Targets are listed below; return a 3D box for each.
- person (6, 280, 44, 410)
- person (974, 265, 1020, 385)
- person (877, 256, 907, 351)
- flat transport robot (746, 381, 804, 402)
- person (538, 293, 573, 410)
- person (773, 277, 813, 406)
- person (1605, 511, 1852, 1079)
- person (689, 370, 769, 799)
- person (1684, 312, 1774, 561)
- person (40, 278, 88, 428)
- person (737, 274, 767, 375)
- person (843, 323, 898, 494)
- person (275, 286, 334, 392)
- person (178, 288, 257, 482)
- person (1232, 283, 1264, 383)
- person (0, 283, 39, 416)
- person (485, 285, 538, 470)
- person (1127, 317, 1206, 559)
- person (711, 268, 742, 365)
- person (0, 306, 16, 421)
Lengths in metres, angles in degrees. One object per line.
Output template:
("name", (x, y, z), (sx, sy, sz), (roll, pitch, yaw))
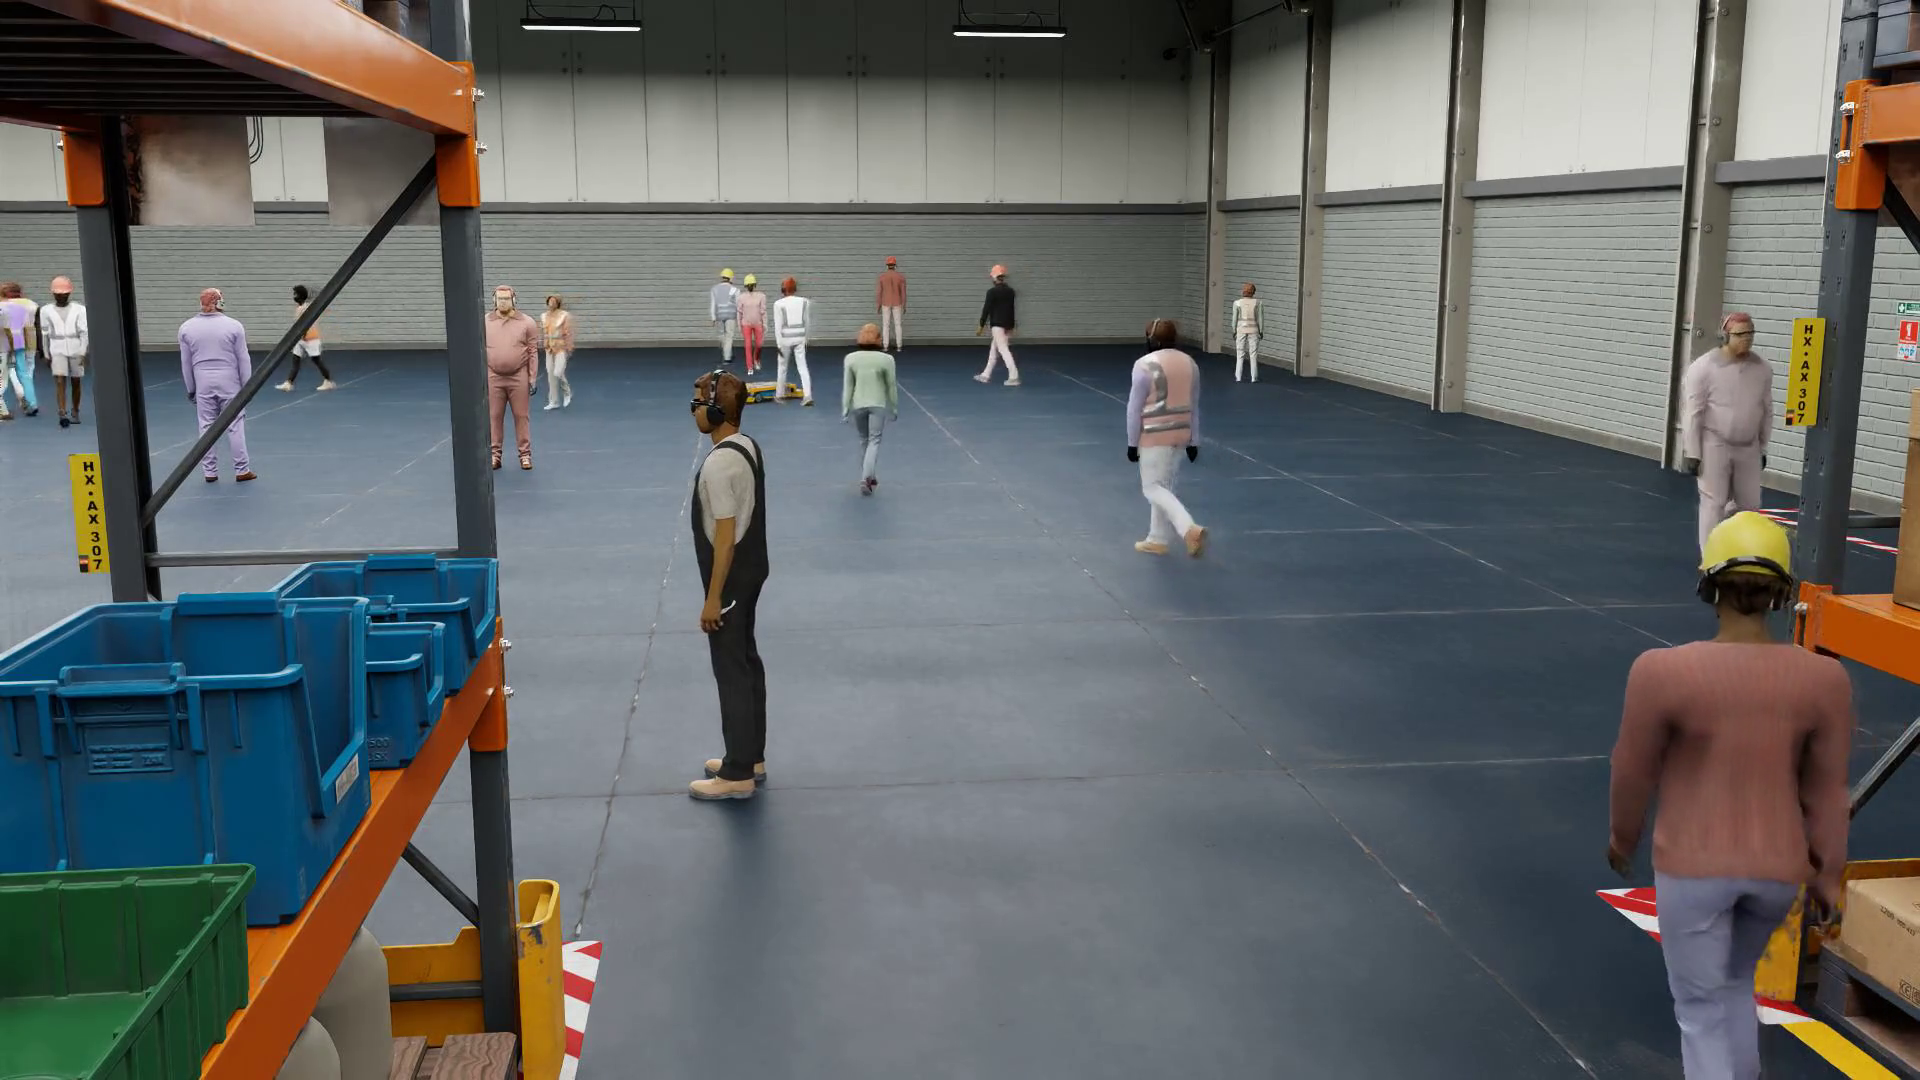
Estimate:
("person", (-13.149, -2.725, 23.254), (0.627, 1.809, 0.879), (-9, 13, -40))
("person", (0.620, -3.500, 27.146), (1.018, 1.940, 0.623), (8, 13, 37))
("person", (-1.434, -4.964, 35.015), (0.623, 1.989, 0.401), (0, 10, -1))
("flat transport robot", (-2.975, -2.191, 24.537), (0.652, 0.197, 1.431), (8, 13, 37))
("person", (-5.626, -2.610, 23.097), (0.572, 1.624, 0.363), (5, 11, 24))
("person", (-2.392, -2.841, 23.835), (0.579, 1.840, 0.988), (-5, 12, -27))
("person", (1.879, 0.794, 4.148), (0.519, 1.737, 0.606), (0, 10, 0))
("person", (-1.001, 0.191, 7.159), (0.338, 1.845, 0.514), (1, 10, 7))
("person", (5.353, -0.653, 11.663), (0.645, 1.896, 0.571), (-1, 10, -7))
("person", (-11.342, -2.374, 21.120), (0.535, 1.880, 0.979), (-6, 12, -28))
("person", (-3.646, -3.773, 29.127), (0.531, 1.759, 0.462), (-2, 11, -11))
("person", (-0.864, -1.246, 15.726), (0.512, 1.602, 0.805), (3, 11, 14))
("person", (-10.229, -3.128, 25.892), (0.861, 1.647, 0.544), (-7, 12, -32))
("person", (-7.283, -1.513, 16.358), (0.637, 1.902, 0.406), (-1, 10, -7))
("person", (4.761, -3.420, 27.519), (0.523, 1.639, 0.306), (3, 11, 14))
("person", (-12.775, -2.553, 22.381), (0.992, 1.791, 0.582), (7, 13, 35))
("person", (-4.688, -1.674, 17.206), (0.642, 1.913, 0.409), (-2, 10, -10))
("person", (1.568, -0.739, 12.364), (0.619, 1.820, 0.779), (-9, 14, -41))
("person", (-4.353, -4.238, 31.563), (0.617, 1.796, 0.839), (4, 11, 19))
("person", (-12.513, -2.416, 21.506), (0.510, 1.843, 0.801), (0, 10, -2))
